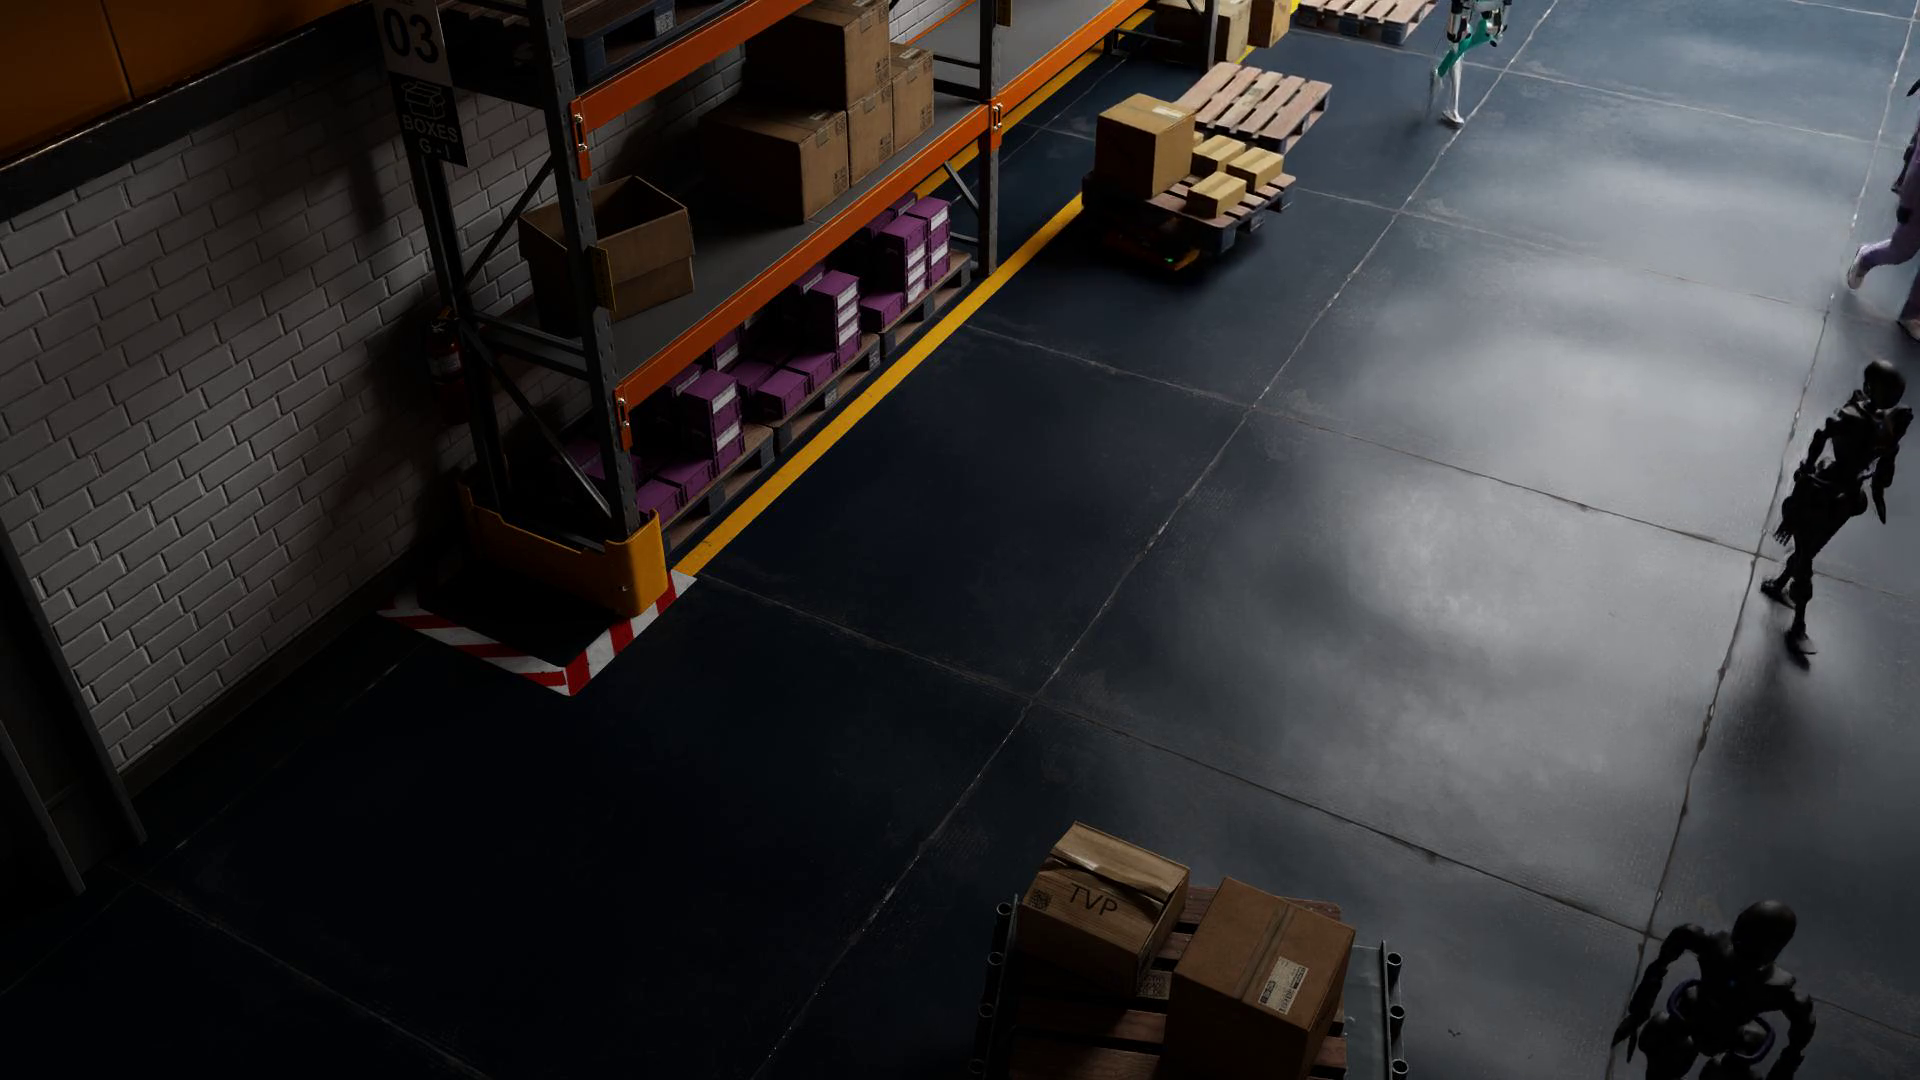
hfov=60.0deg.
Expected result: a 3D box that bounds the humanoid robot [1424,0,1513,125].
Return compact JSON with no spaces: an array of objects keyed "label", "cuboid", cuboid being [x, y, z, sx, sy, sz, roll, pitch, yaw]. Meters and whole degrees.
[{"label":"humanoid robot","cuboid":[3.995,-4.064,13.222,0.548,1.902,0.725,-11,40,-14]}]

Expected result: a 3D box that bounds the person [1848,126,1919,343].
[{"label":"person","cuboid":[6.324,-2.258,10.753,0.647,1.875,0.719,-4,39,-4]}]

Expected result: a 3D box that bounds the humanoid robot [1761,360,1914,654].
[{"label":"humanoid robot","cuboid":[4.427,-0.197,8.355,0.612,1.635,0.690,-9,40,-11]}]

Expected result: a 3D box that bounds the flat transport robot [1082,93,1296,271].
[{"label":"flat transport robot","cuboid":[1.718,-2.410,12.232,0.659,0.231,1.431,28,46,30]}]

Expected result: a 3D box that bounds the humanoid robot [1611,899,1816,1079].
[{"label":"humanoid robot","cuboid":[2.631,1.786,5.854,0.411,1.646,0.593,-31,48,-33]}]

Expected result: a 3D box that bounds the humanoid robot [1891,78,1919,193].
[{"label":"humanoid robot","cuboid":[7.327,-3.338,12.254,0.315,1.657,0.599,-31,48,-33]}]
